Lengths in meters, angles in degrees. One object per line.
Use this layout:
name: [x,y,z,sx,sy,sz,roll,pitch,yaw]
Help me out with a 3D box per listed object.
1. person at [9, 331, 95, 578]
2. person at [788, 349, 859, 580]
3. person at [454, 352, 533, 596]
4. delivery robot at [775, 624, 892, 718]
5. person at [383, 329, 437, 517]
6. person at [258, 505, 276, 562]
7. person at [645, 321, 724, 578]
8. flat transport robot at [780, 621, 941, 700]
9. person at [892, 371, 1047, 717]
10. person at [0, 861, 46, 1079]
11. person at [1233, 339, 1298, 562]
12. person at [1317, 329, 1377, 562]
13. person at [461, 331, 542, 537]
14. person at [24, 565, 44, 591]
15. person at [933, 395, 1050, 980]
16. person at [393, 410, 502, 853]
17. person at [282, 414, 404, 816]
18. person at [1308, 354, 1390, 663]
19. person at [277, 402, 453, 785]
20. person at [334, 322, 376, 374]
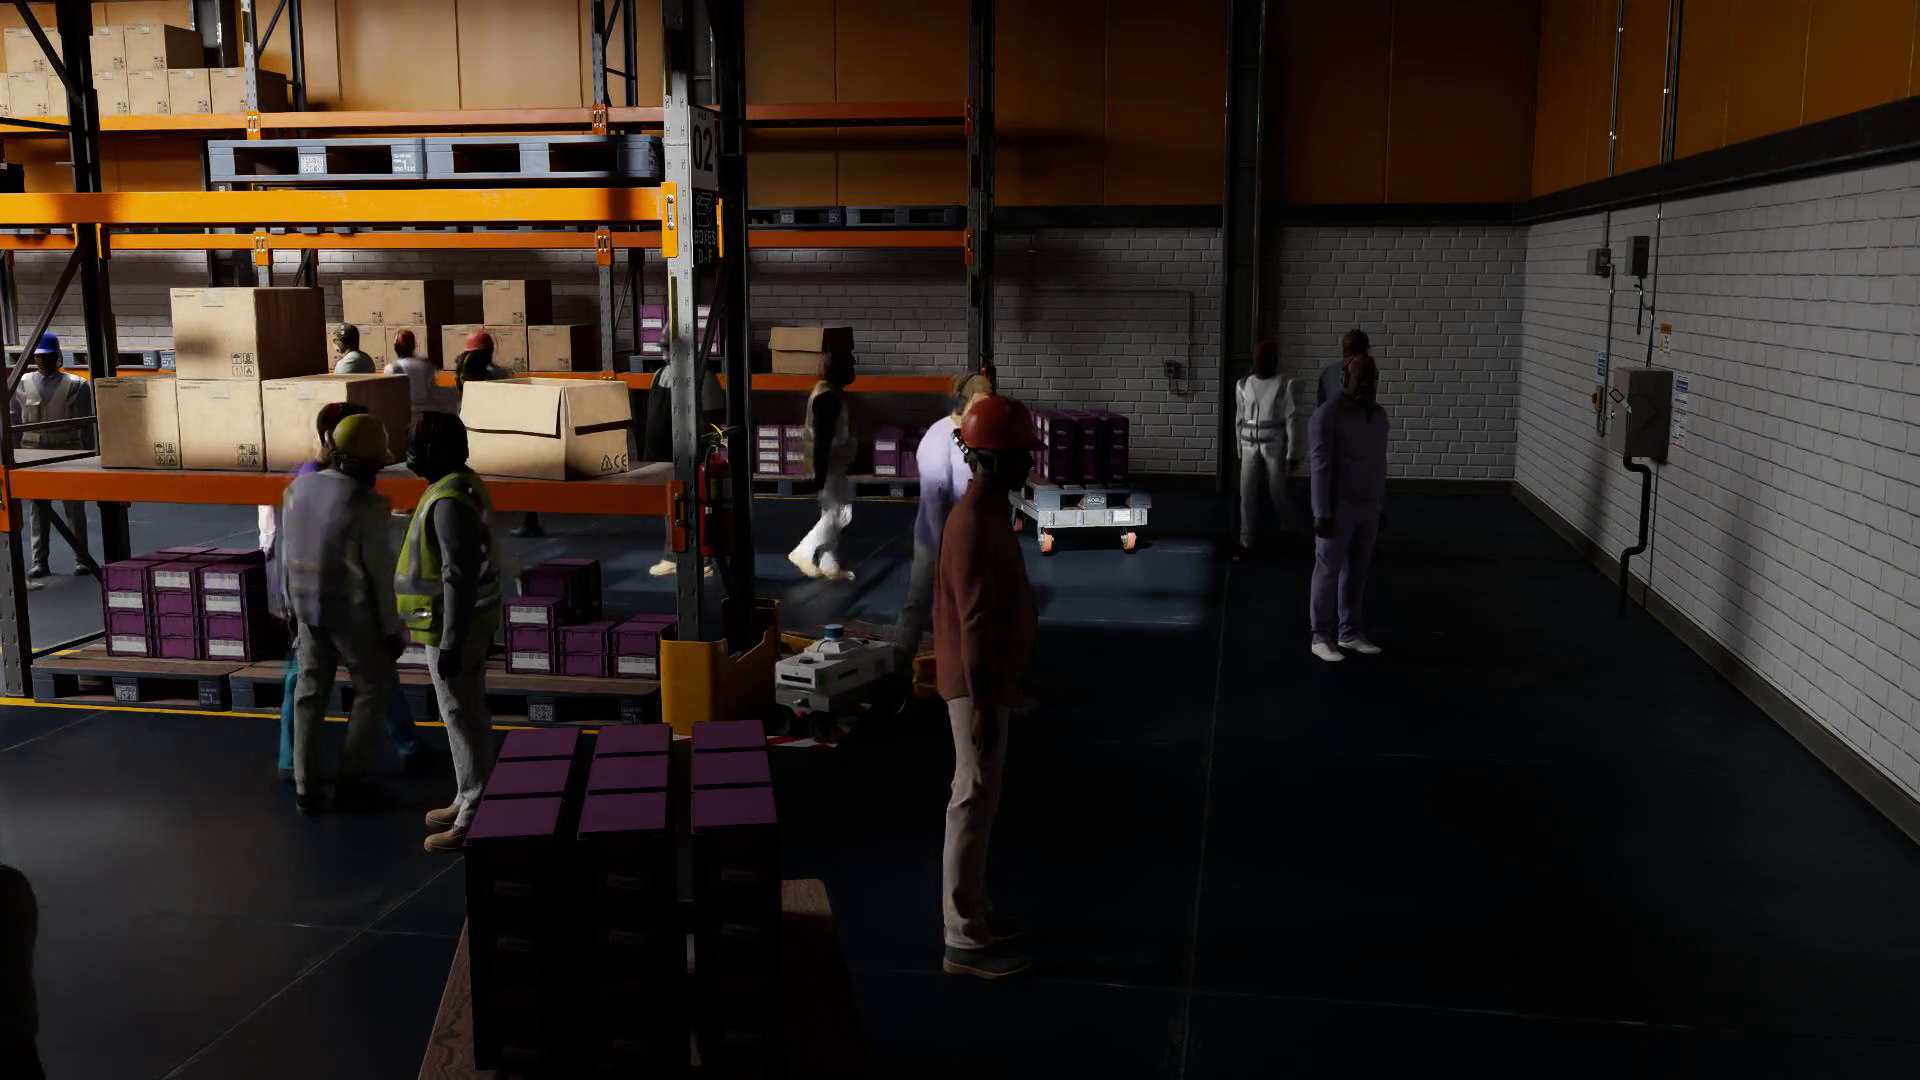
person: [-7.177,-0.677,13.167,0.604,1.949,0.389,-3,10,-20]
person: [-1.014,-0.565,12.872,0.462,1.823,0.644,0,9,-2]
person: [-3.374,-0.412,11.842,0.694,1.853,0.517,2,9,12]
delivery robot: [-0.659,0.687,8.731,0.477,0.478,0.707,5,11,29]
person: [-5.332,-1.132,16.258,0.659,1.862,0.590,8,12,40]
person: [-5.672,-0.811,13.861,0.621,1.994,0.387,-2,9,-14]
person: [-2.215,-0.706,13.067,0.688,2.000,0.536,7,11,37]
flat transport robot: [-0.449,0.685,9.911,1.431,0.197,0.652,9,13,43]
person: [0.001,0.041,8.911,0.950,1.878,0.668,7,11,36]
person: [-1.575,1.098,2.427,0.510,1.864,0.329,-6,11,-34]
person: [2.615,-0.771,14.073,0.586,1.856,0.879,6,11,33]
person: [3.236,-0.782,13.856,0.355,1.936,0.635,-5,11,-30]
person: [-4.281,-0.950,15.079,1.022,1.872,0.556,1,9,7]
person: [-7.471,-0.520,12.615,0.980,1.821,0.538,4,10,22]
person: [0.105,0.495,5.756,0.397,1.992,0.621,0,9,3]
person: [-2.135,0.376,6.968,0.429,1.841,0.633,-2,9,-15]
person: [-2.781,0.332,7.423,0.639,1.786,0.478,4,10,22]
person: [2.452,-0.202,10.367,0.642,1.905,0.399,-7,11,-36]
person: [-2.817,0.266,7.774,0.910,1.805,0.593,0,9,2]
person: [-5.708,-1.079,15.701,0.373,1.938,0.627,0,9,0]
